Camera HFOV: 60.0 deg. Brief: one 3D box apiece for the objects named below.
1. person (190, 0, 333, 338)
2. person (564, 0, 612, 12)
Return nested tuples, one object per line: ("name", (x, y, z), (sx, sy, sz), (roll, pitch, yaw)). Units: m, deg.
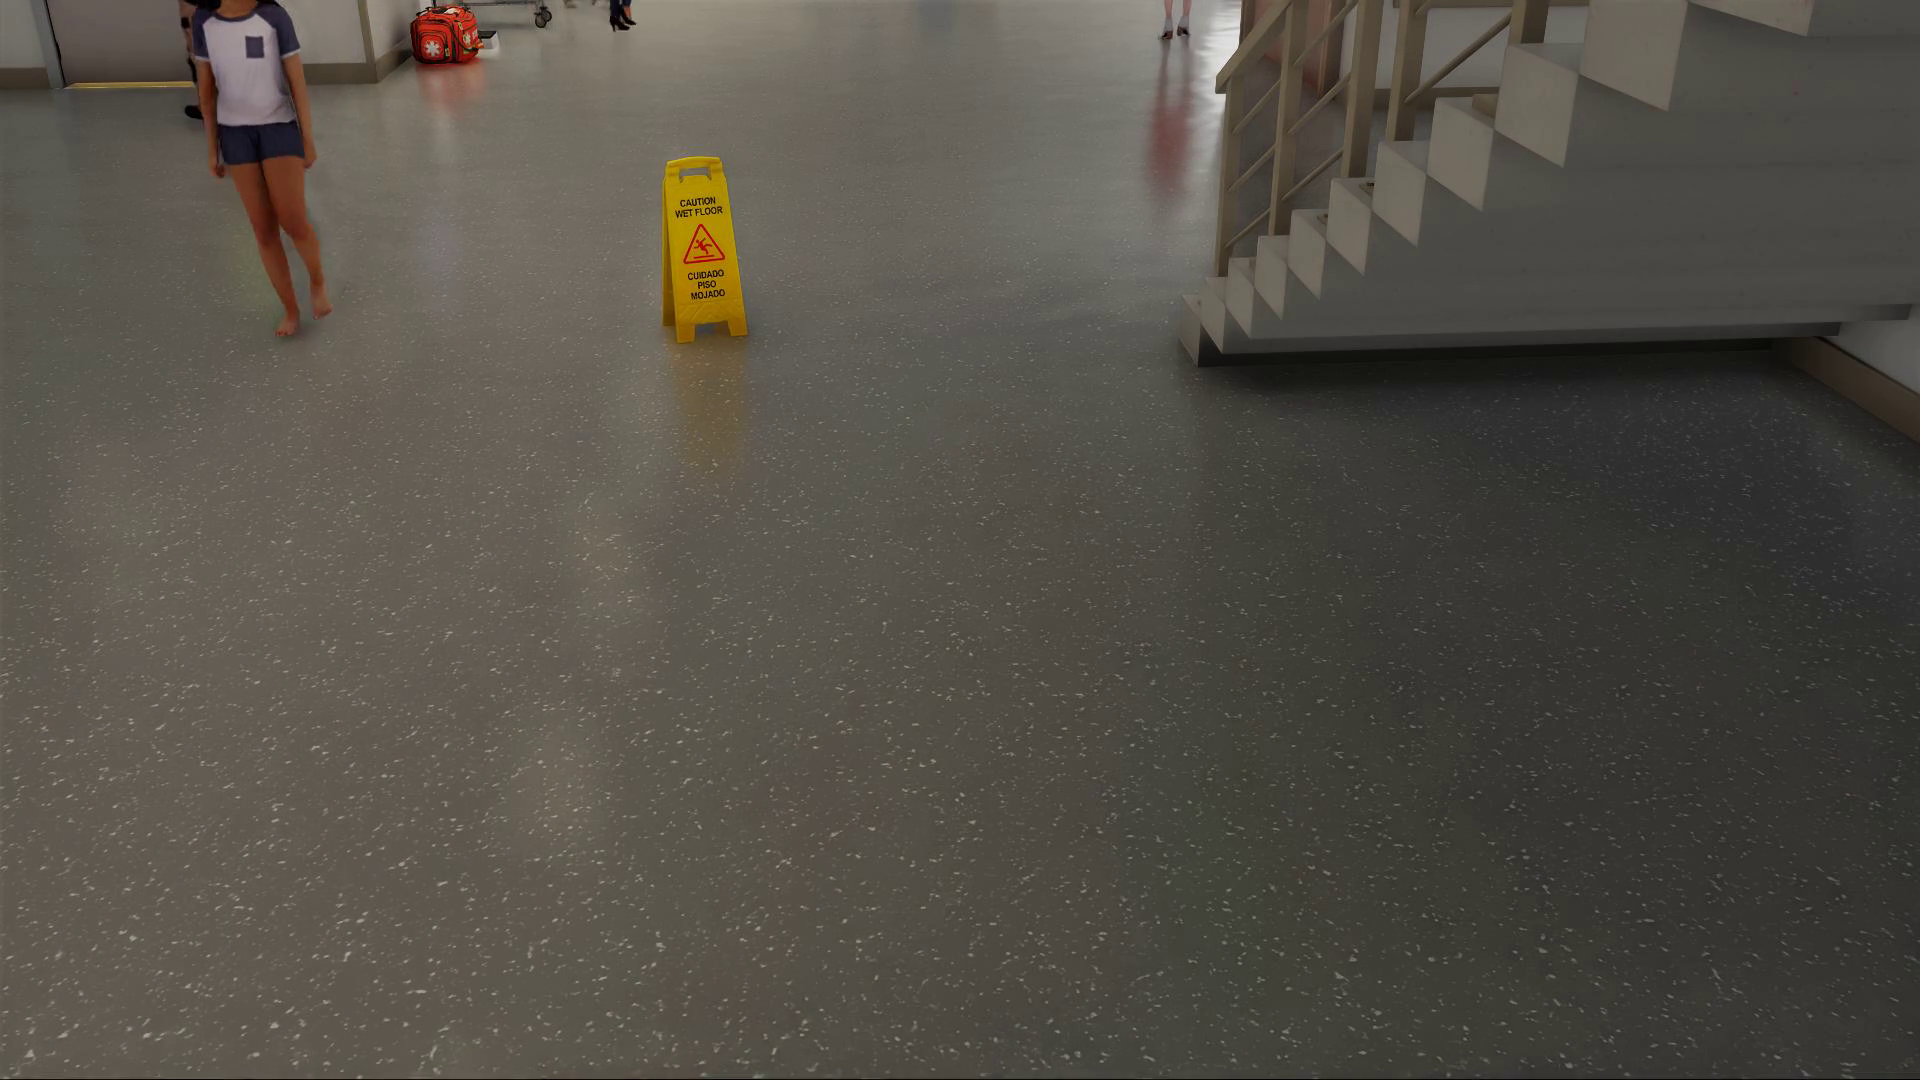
("person", (-3.034, -1.762, 7.269), (0.592, 1.725, 0.601), (-1, 26, -3))
("person", (-3.805, -5.971, 16.109), (0.814, 1.628, 0.865), (7, 27, 14))
